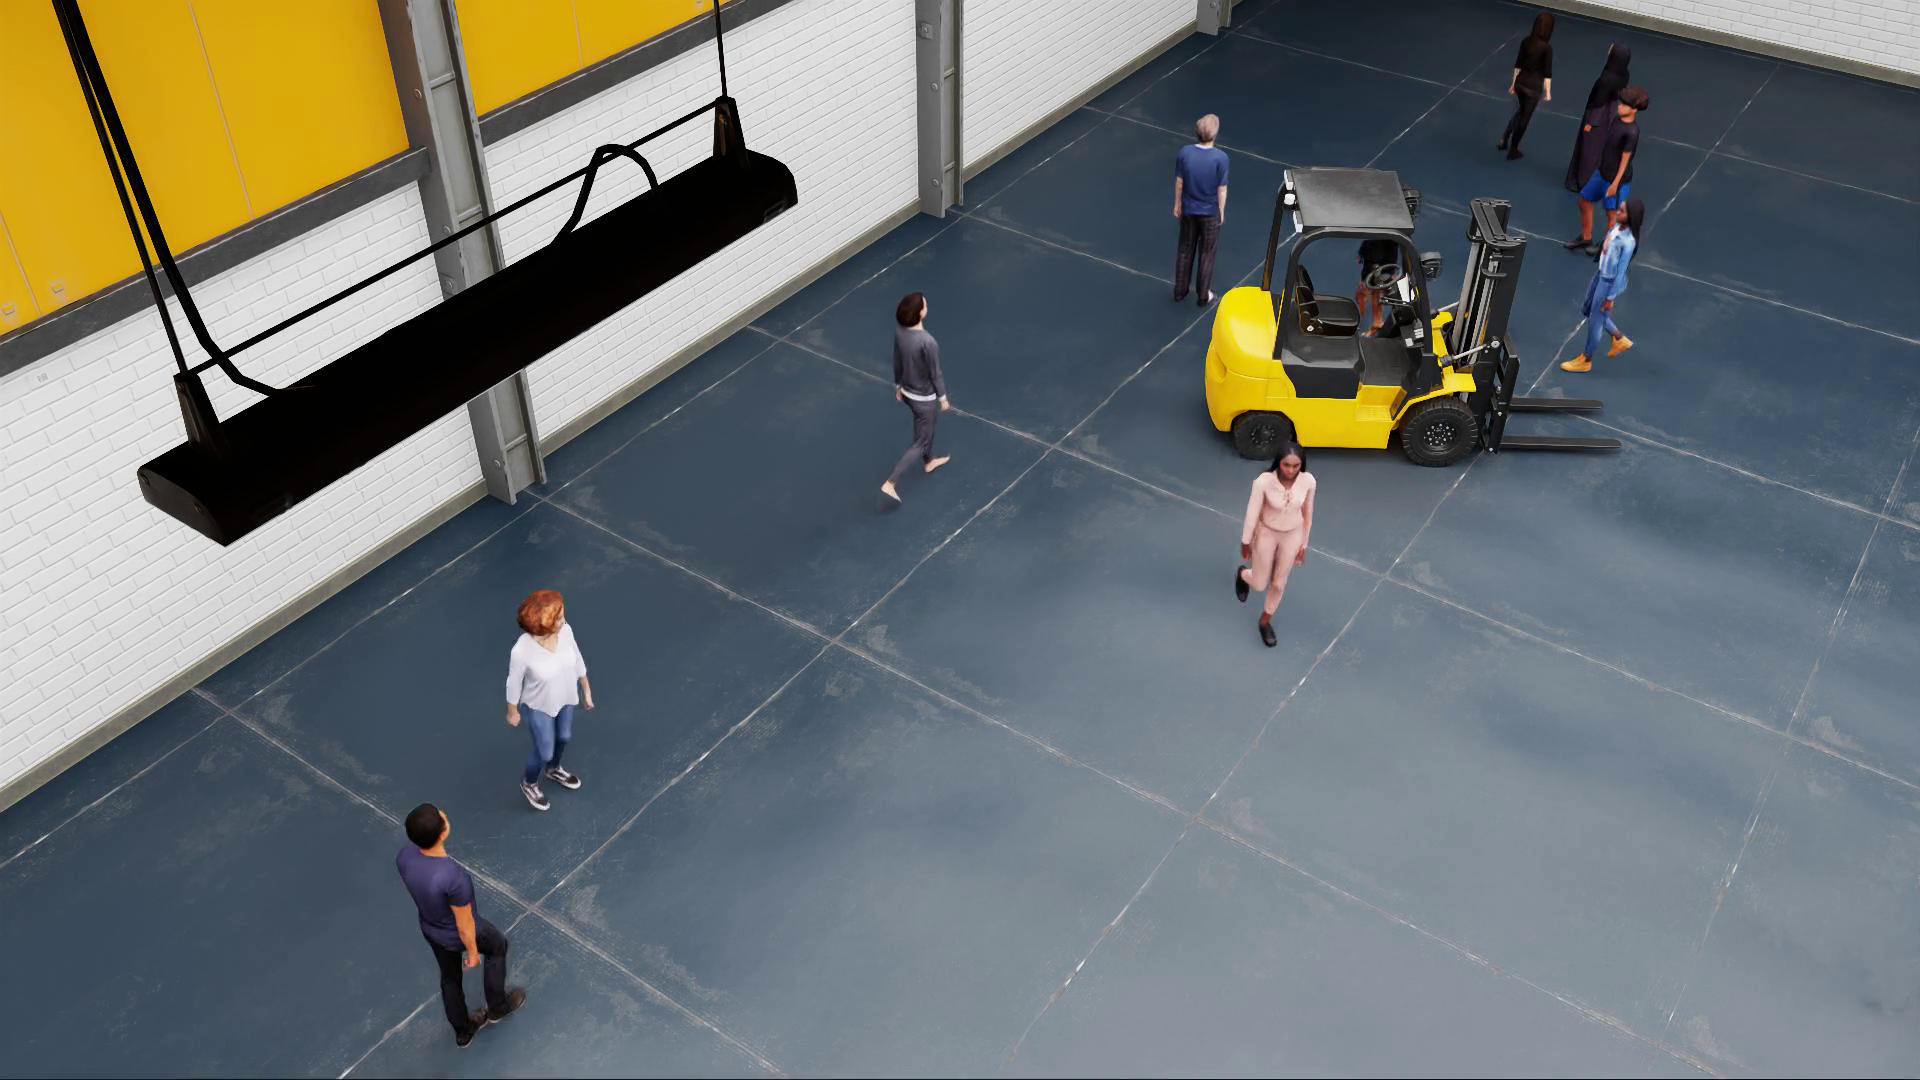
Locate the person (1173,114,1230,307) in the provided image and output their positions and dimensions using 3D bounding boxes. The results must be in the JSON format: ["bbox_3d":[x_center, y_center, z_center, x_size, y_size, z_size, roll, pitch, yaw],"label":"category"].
[{"bbox_3d":[2.226,-3.034,15.416,0.708,1.864,0.632,16,41,19],"label":"person"}]

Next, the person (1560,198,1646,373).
[{"bbox_3d":[5.738,-2.201,14.503,0.880,1.703,0.876,5,39,6],"label":"person"}]

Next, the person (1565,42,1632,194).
[{"bbox_3d":[6.700,-4.418,17.351,0.595,1.613,0.714,-29,47,-31],"label":"person"}]

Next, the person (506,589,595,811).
[{"bbox_3d":[-2.668,0.981,10.531,0.625,1.686,0.751,-26,45,-29],"label":"person"}]

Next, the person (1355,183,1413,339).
[{"bbox_3d":[3.802,-2.467,14.899,0.870,1.623,0.812,-6,39,-7],"label":"person"}]

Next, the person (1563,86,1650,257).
[{"bbox_3d":[6.429,-3.563,16.148,0.874,1.779,0.815,-4,39,-5],"label":"person"}]

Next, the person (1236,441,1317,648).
[{"bbox_3d":[2.221,-0.039,11.793,0.901,1.706,0.966,-4,39,-5],"label":"person"}]

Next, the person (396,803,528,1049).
[{"bbox_3d":[-2.805,2.150,8.997,0.715,1.775,0.746,16,41,19],"label":"person"}]

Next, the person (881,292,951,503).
[{"bbox_3d":[-0.373,-1.104,13.097,1.132,1.743,0.790,-29,47,-31],"label":"person"}]

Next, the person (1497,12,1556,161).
[{"bbox_3d":[6.061,-4.844,17.870,0.738,1.630,0.691,-19,42,-22],"label":"person"}]
